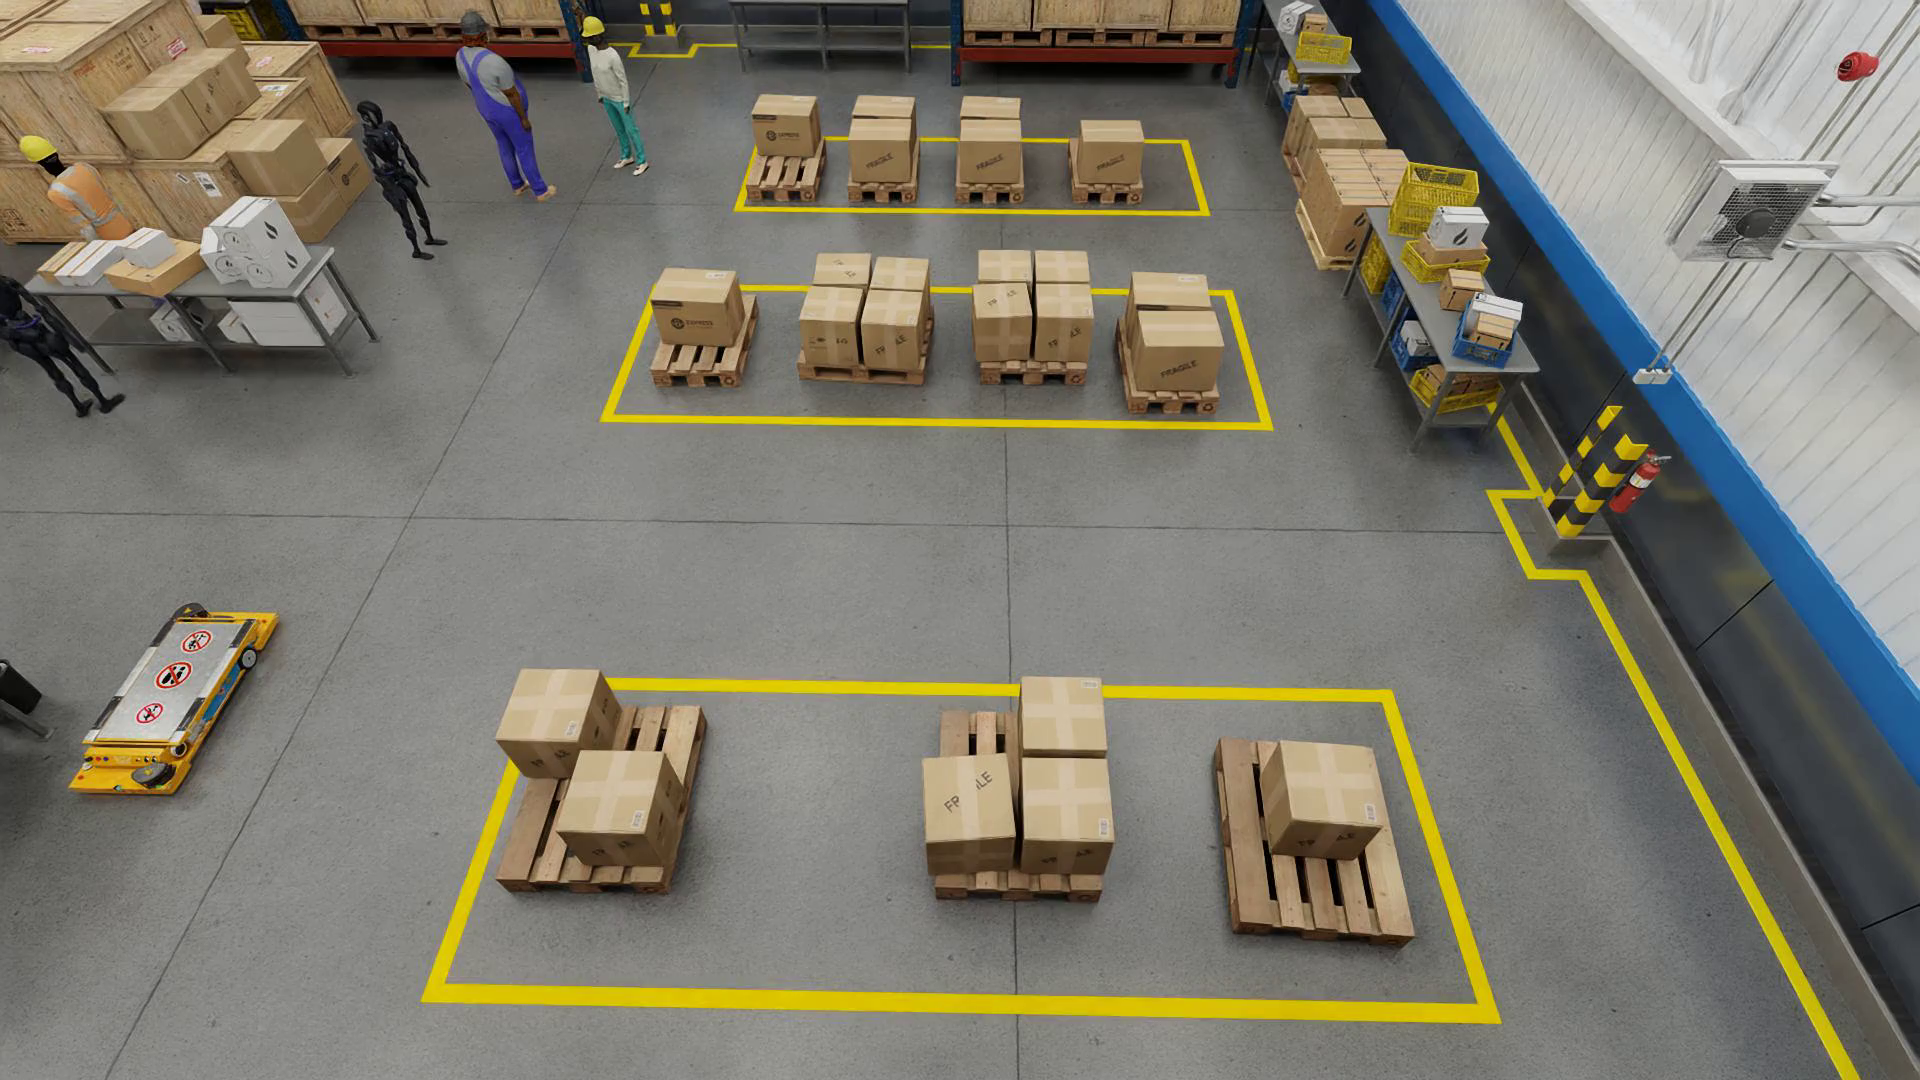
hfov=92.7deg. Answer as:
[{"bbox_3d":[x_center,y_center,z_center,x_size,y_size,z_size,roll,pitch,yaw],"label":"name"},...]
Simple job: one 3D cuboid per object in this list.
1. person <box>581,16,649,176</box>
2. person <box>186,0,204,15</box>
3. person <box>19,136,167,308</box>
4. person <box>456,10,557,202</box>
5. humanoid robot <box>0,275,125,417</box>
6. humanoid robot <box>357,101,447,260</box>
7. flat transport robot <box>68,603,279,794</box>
[{"bbox_3d":[-4.079,-5.206,10.790,0.524,1.768,0.314,27,55,21],"label":"person"},{"bbox_3d":[-10.342,-6.998,12.175,0.431,1.977,0.604,13,51,11],"label":"person"},{"bbox_3d":[-8.105,-2.902,8.740,0.379,1.922,0.586,-2,50,-2],"label":"person"},{"bbox_3d":[-5.111,-4.859,10.319,0.680,2.000,0.536,22,53,18],"label":"person"},{"bbox_3d":[-8.047,-1.792,7.958,0.567,1.653,0.318,-1,50,-1],"label":"humanoid robot"},{"bbox_3d":[-5.893,-3.773,9.635,0.339,1.650,0.573,7,50,6],"label":"humanoid robot"},{"bbox_3d":[-5.504,1.072,6.442,0.652,0.197,1.431,1,50,1],"label":"flat transport robot"}]
